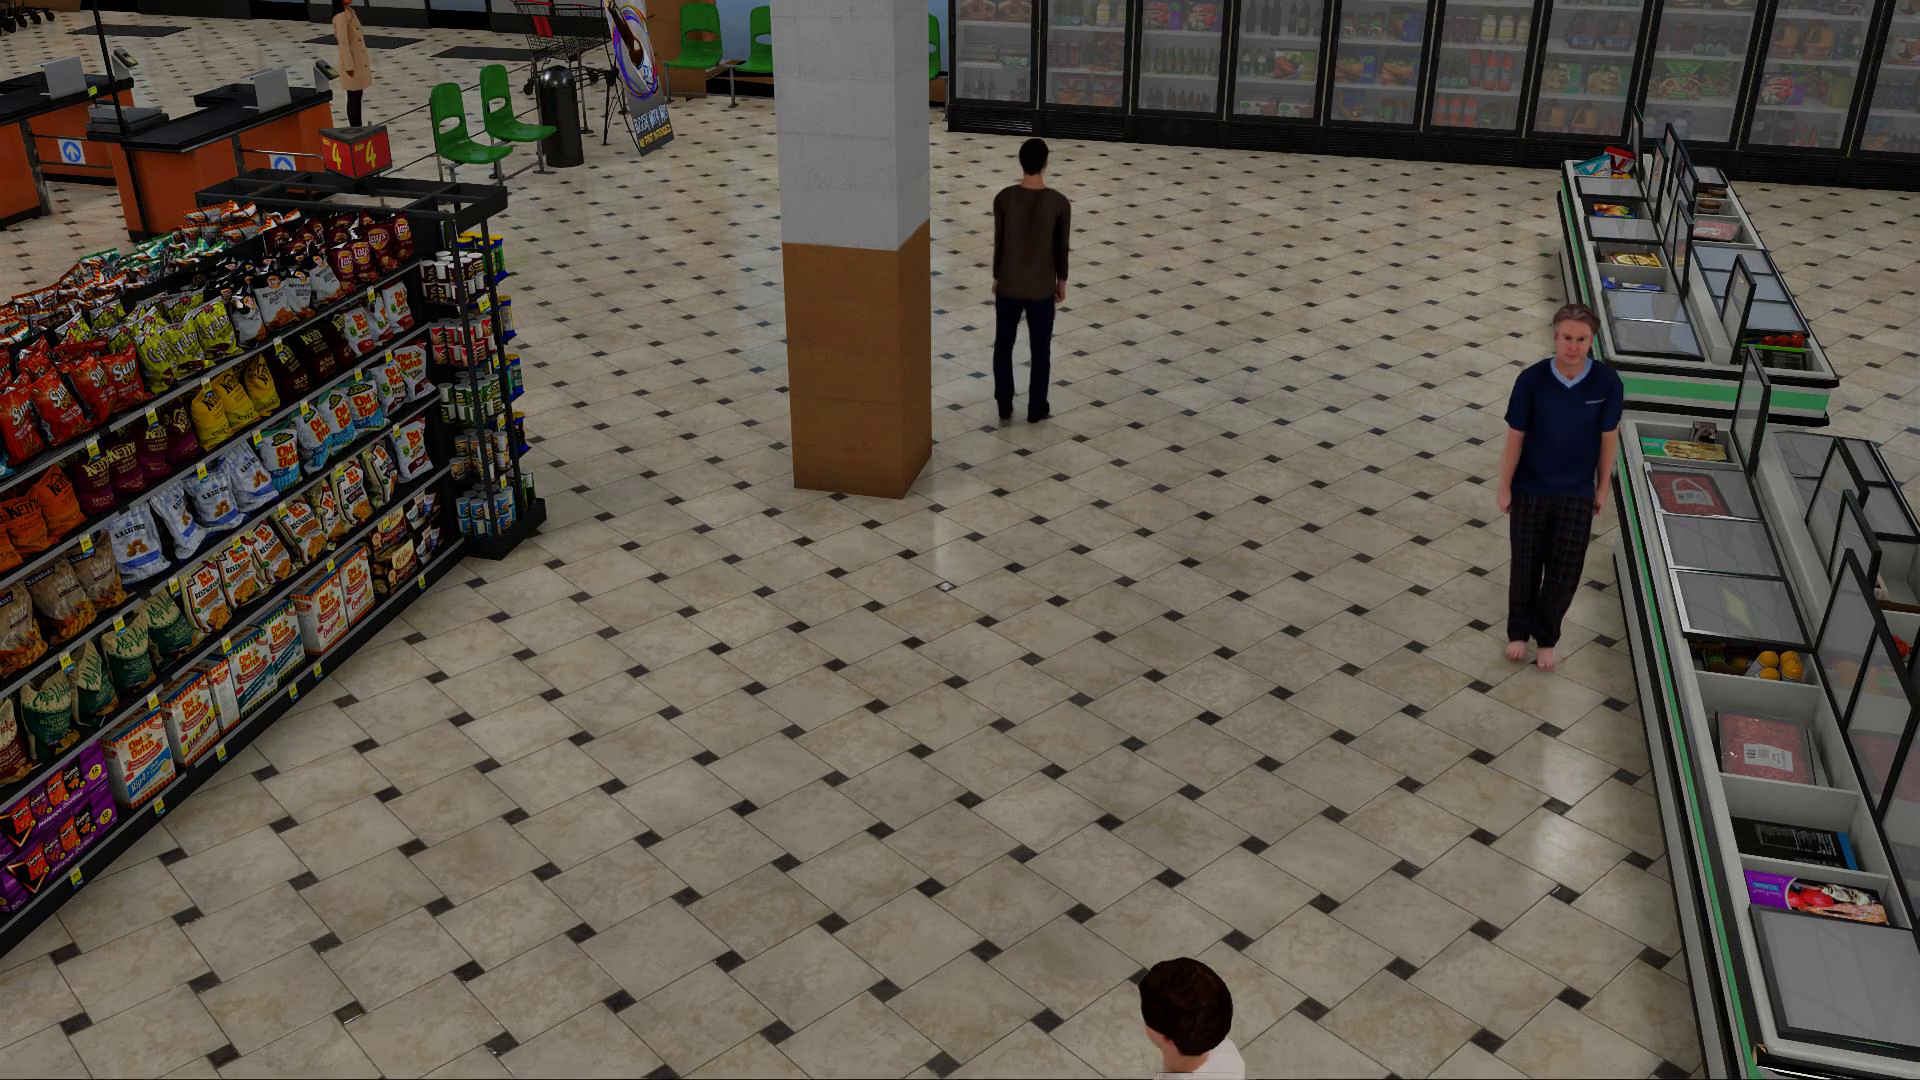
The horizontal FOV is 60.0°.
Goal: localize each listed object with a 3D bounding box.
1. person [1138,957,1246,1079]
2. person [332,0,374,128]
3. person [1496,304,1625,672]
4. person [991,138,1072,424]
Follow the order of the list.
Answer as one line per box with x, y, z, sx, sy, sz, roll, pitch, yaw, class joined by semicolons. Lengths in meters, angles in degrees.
0.602;1.807;4.246;0.940;1.616;1.128;19;33;33;person
-6.491;-5.077;17.749;0.771;1.681;0.588;-2;27;-3;person
2.879;-0.276;8.088;0.702;1.856;0.696;9;28;17;person
0.411;-1.650;10.767;0.695;1.884;0.648;4;27;8;person
